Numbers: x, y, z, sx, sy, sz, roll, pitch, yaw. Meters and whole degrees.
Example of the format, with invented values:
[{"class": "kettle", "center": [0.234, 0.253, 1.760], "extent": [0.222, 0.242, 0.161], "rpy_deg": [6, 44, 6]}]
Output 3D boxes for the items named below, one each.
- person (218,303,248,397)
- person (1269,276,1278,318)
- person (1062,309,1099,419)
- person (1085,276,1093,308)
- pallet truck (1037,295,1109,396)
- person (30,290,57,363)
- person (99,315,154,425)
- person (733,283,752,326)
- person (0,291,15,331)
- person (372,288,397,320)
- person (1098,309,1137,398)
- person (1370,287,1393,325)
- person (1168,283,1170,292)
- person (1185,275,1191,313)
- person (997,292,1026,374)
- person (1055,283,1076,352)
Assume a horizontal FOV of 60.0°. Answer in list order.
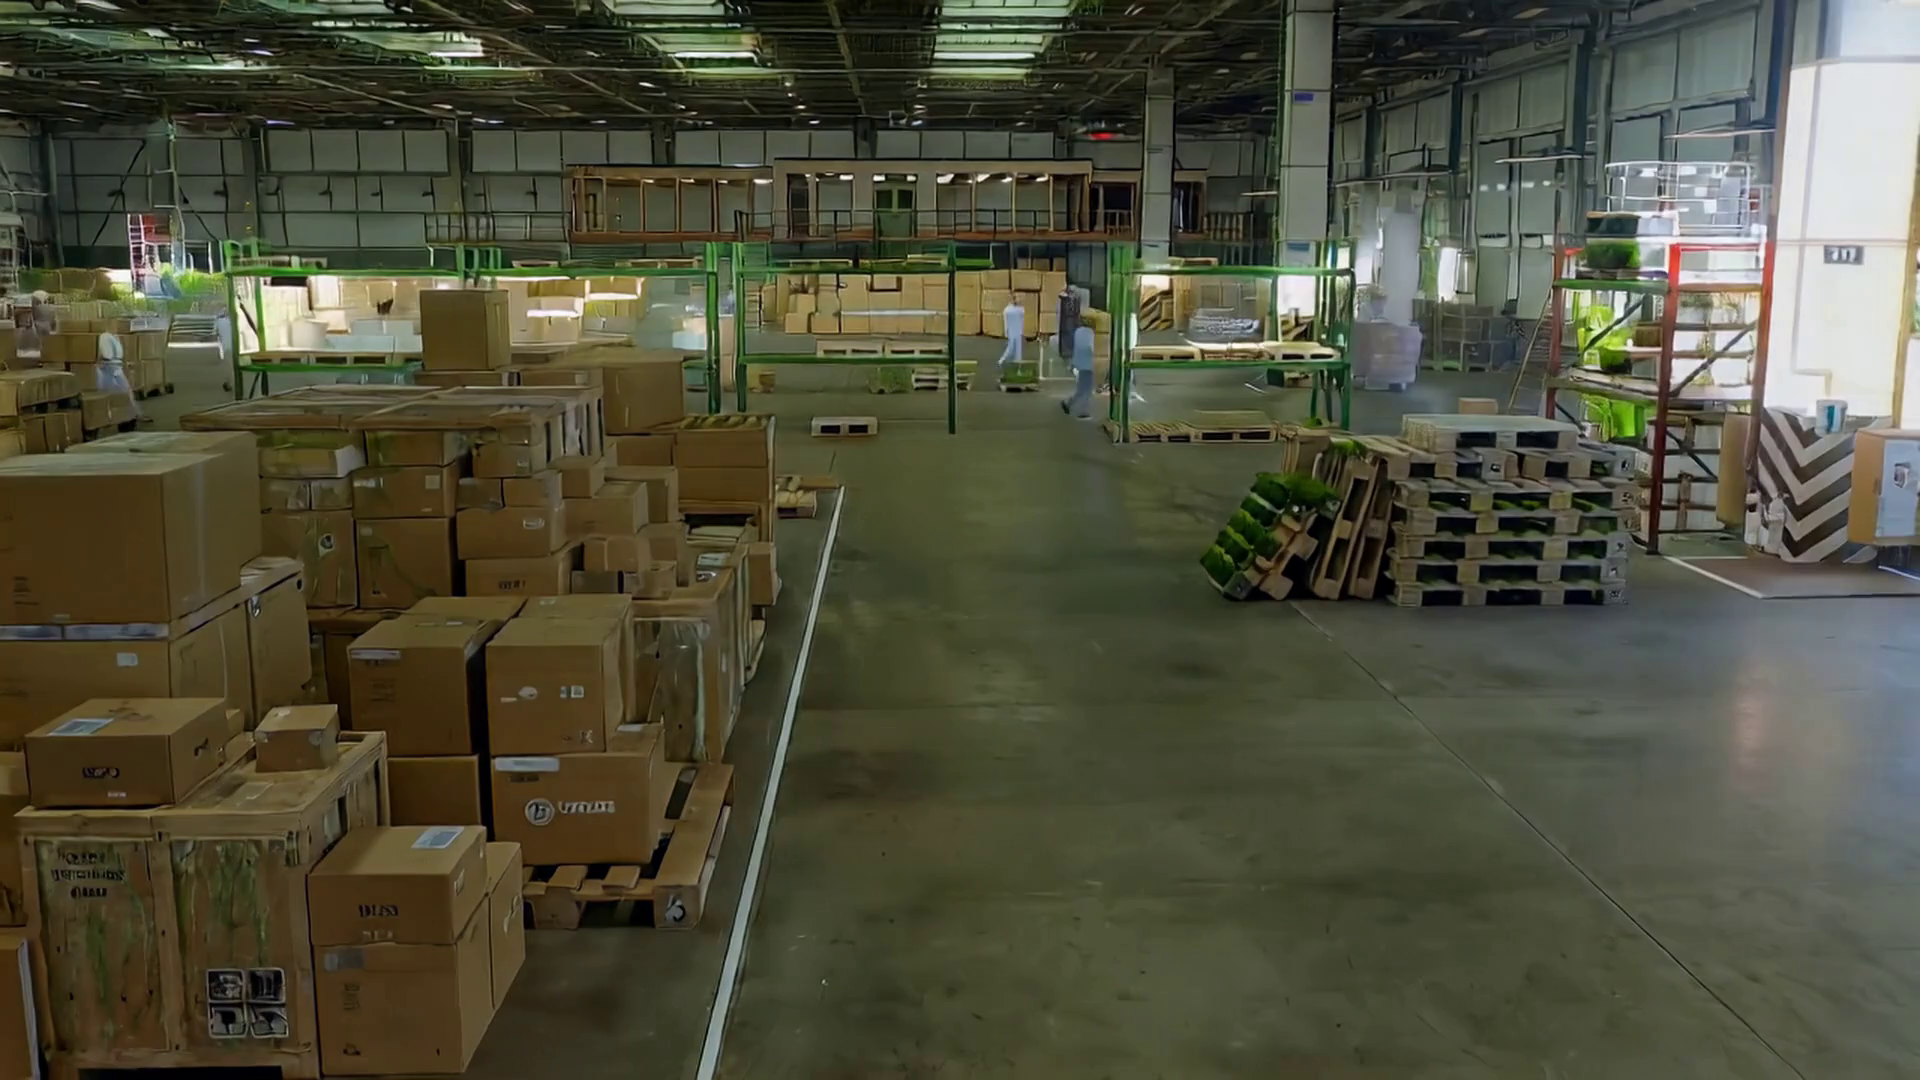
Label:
[{"class": "person", "center": [-14.289, -3.731, 32.688], "extent": [0.538, 1.845, 0.630], "rpy_deg": [-10, 14, -43]}, {"class": "person", "center": [11.179, -8.464, 59.047], "extent": [0.621, 1.838, 0.429], "rpy_deg": [-9, 14, -42]}, {"class": "person", "center": [2.090, -2.987, 28.365], "extent": [0.530, 1.884, 0.637], "rpy_deg": [-5, 11, -27]}, {"class": "person", "center": [4.778, -8.958, 62.052], "extent": [0.310, 1.744, 0.486], "rpy_deg": [7, 13, 36]}, {"class": "pallet truck", "center": [2.483, -3.881, 33.060], "extent": [1.885, 1.965, 0.823], "rpy_deg": [-7, 13, -36]}, {"class": "person", "center": [-22.089, -5.103, 40.179], "extent": [0.554, 1.900, 0.939], "rpy_deg": [-1, 10, -3]}, {"class": "person", "center": [-13.975, -2.794, 27.501], "extent": [1.049, 1.829, 0.578], "rpy_deg": [0, 10, 2]}, {"class": "person", "center": [-6.341, -6.600, 48.606], "extent": [0.553, 1.849, 0.515], "rpy_deg": [-6, 12, -28]}, {"class": "person", "center": [-22.849, -5.014, 39.677], "extent": [0.560, 1.896, 0.986], "rpy_deg": [-2, 10, -13]}, {"class": "person", "center": [-14.715, -5.525, 42.660], "extent": [0.617, 1.854, 1.025], "rpy_deg": [7, 12, 32]}, {"class": "person", "center": [3.076, -3.663, 32.360], "extent": [0.694, 1.814, 0.628], "rpy_deg": [-5, 11, -26]}, {"class": "person", "center": [10.709, -5.503, 42.373], "extent": [0.597, 1.900, 0.825], "rpy_deg": [9, 14, 42]}, {"class": "person", "center": [7.518, -8.995, 61.934], "extent": [0.732, 1.866, 0.600], "rpy_deg": [-8, 13, -39]}, {"class": "person", "center": [9.694, -10.720, 71.165], "extent": [0.375, 1.995, 0.611], "rpy_deg": [2, 10, 8]}, {"class": "person", "center": [1.178, -4.603, 37.318], "extent": [0.632, 1.924, 0.671], "rpy_deg": [-8, 13, -38]}, {"class": "person", "center": [3.032, -6.161, 46.082], "extent": [0.996, 1.884, 0.547], "rpy_deg": [-8, 13, -36]}]
